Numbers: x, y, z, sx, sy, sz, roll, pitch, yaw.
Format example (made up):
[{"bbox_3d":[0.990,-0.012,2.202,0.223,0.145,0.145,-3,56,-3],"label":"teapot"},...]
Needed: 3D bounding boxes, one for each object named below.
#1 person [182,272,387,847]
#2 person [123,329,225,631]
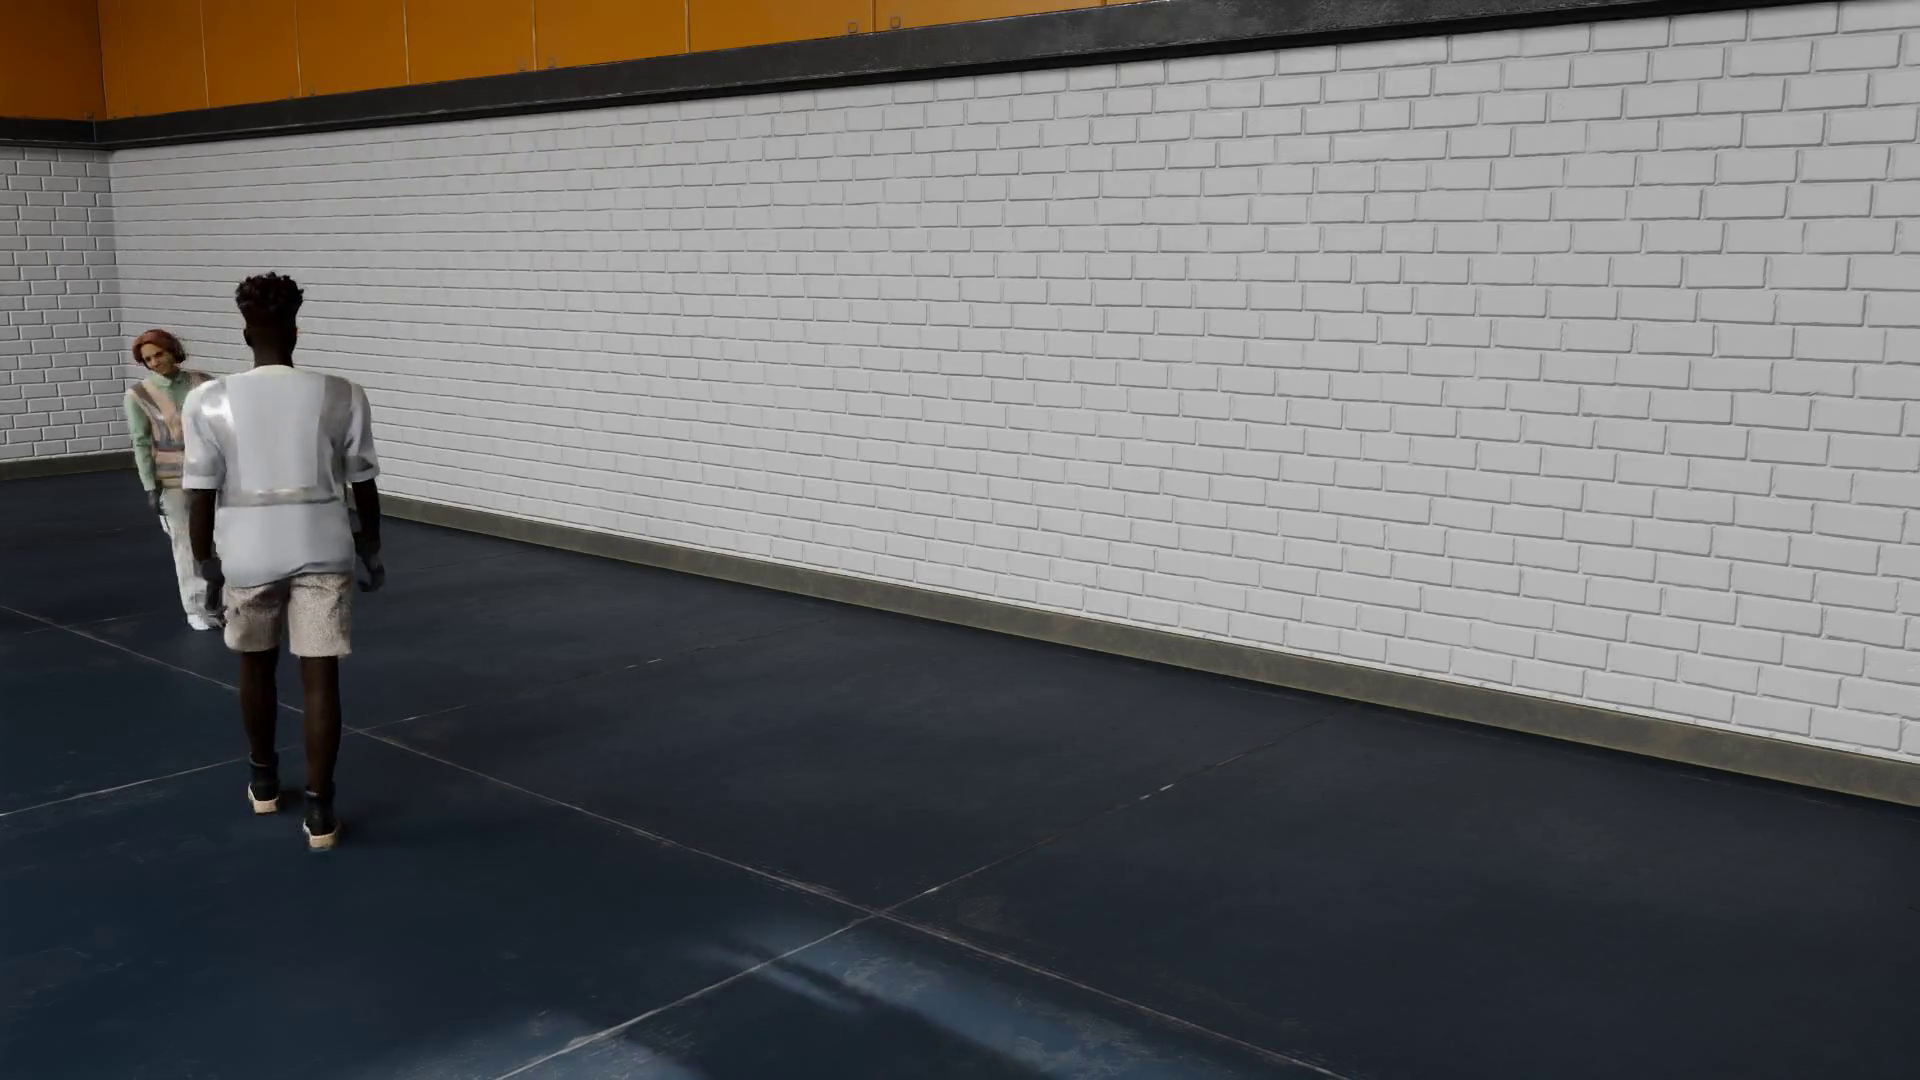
[{"bbox_3d":[-2.336,0.048,5.812,0.621,1.934,0.852,-3,11,-18],"label":"person"},{"bbox_3d":[-4.049,-0.303,8.740,0.593,1.611,0.358,-9,14,-43],"label":"person"}]
